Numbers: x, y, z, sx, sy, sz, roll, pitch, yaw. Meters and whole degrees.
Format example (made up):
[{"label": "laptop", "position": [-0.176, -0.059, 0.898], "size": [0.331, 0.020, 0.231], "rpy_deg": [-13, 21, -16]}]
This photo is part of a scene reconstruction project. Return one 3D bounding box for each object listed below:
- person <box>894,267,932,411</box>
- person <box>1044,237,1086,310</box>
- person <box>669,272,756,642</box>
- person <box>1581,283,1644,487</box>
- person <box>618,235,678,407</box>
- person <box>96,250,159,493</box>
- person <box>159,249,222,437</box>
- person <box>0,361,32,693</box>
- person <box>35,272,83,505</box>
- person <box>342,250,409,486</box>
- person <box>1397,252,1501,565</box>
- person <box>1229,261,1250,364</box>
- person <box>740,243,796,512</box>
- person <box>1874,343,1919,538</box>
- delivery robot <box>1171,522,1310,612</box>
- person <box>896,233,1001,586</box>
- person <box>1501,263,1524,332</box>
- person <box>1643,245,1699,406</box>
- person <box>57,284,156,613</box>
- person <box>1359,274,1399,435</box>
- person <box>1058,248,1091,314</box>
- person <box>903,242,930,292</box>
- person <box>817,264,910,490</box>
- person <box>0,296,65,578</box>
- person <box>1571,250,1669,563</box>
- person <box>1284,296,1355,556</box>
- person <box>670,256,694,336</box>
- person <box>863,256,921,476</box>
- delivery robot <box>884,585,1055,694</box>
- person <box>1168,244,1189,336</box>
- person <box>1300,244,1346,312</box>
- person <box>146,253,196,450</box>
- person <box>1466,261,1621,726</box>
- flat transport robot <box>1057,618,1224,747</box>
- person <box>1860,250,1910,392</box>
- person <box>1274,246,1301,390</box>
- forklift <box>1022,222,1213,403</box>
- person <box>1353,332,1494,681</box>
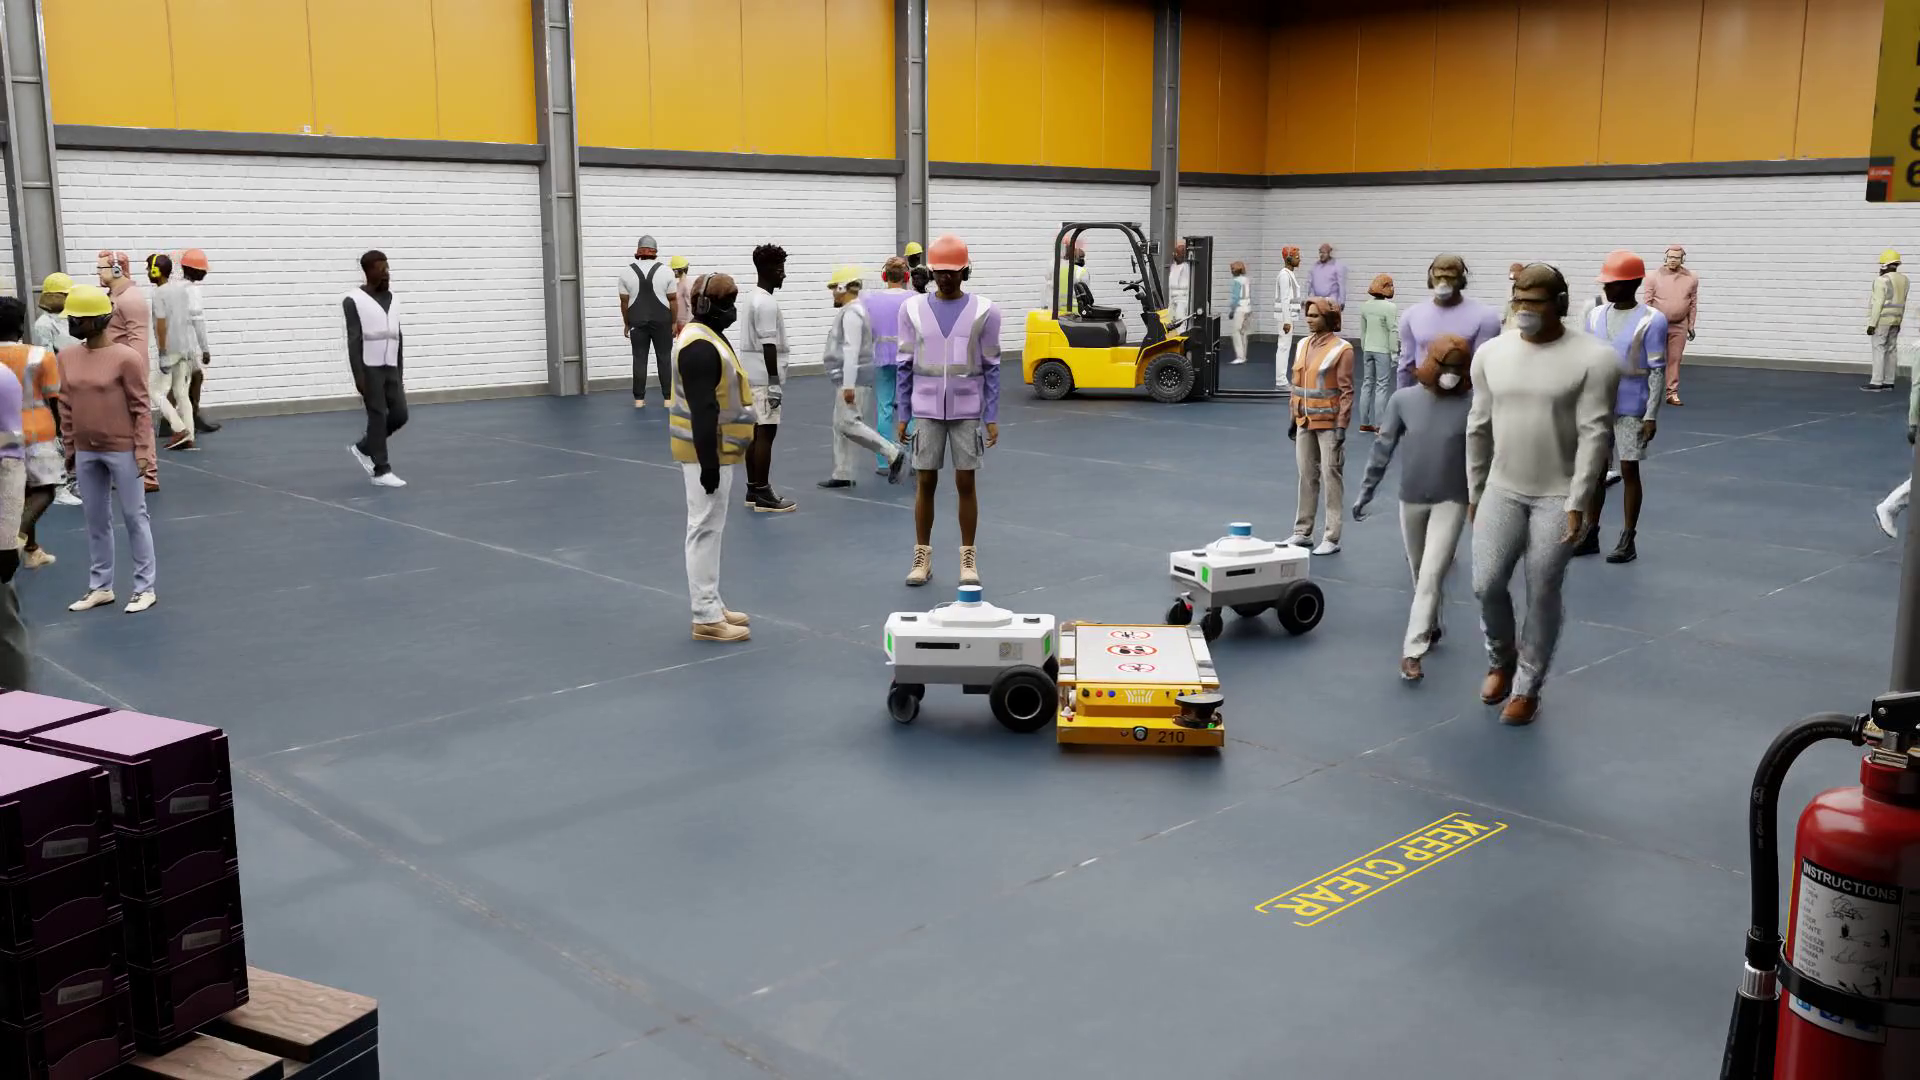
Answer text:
[{"label": "person", "position": [-0.460, -2.256, 18.898], "size": [0.547, 1.648, 0.887], "rpy_deg": [5, 11, 23]}, {"label": "person", "position": [1.577, -3.506, 24.793], "size": [0.698, 1.998, 0.414], "rpy_deg": [-2, 11, -11]}, {"label": "person", "position": [-1.240, -0.421, 8.392], "size": [0.430, 1.841, 0.624], "rpy_deg": [-1, 10, -5]}, {"label": "person", "position": [5.295, -1.325, 13.416], "size": [0.538, 1.807, 0.859], "rpy_deg": [0, 10, 0]}, {"label": "person", "position": [-3.654, -2.584, 19.636], "size": [0.678, 2.000, 0.537], "rpy_deg": [0, 10, -2]}, {"label": "person", "position": [-6.573, -1.312, 13.065], "size": [0.408, 1.906, 0.654], "rpy_deg": [-8, 13, -37]}, {"label": "person", "position": [-7.790, -1.983, 16.787], "size": [0.761, 1.880, 0.548], "rpy_deg": [-10, 14, -44]}, {"label": "person", "position": [-3.764, -0.046, 6.140], "size": [0.613, 1.908, 0.650], "rpy_deg": [2, 11, 12]}, {"label": "person", "position": [-6.751, -1.143, 12.590], "size": [0.309, 1.743, 0.494], "rpy_deg": [0, 10, 0]}, {"label": "person", "position": [-4.757, -1.387, 13.466], "size": [0.527, 1.908, 0.587], "rpy_deg": [5, 11, 24]}, {"label": "person", "position": [2.965, -0.787, 10.176], "size": [0.629, 1.923, 0.446], "rpy_deg": [5, 12, 25]}, {"label": "person", "position": [4.469, -3.609, 26.409], "size": [0.327, 1.614, 0.728], "rpy_deg": [4, 11, 22]}, {"label": "person", "position": [-1.429, -1.192, 12.249], "size": [0.363, 1.962, 0.612], "rpy_deg": [-4, 11, -19]}, {"label": "person", "position": [6.321, -0.755, 10.799], "size": [0.517, 1.628, 0.401], "rpy_deg": [-7, 12, -33]}, {"label": "delivery robot", "position": [1.431, 0.154, 8.502], "size": [0.707, 0.478, 0.477], "rpy_deg": [-5, 12, -27]}, {"label": "person", "position": [-0.070, -0.737, 9.582], "size": [0.605, 2.035, 0.383], "rpy_deg": [1, 10, 4]}, {"label": "person", "position": [8.164, -3.255, 24.443], "size": [0.388, 1.622, 0.506], "rpy_deg": [-2, 11, -9]}, {"label": "person", "position": [8.447, -2.545, 19.803], "size": [0.643, 1.905, 0.400], "rpy_deg": [1, 10, 4]}, {"label": "person", "position": [-4.584, -0.480, 8.919], "size": [0.526, 1.765, 0.329], "rpy_deg": [2, 11, 11]}, {"label": "person", "position": [4.279, -1.891, 16.967], "size": [0.284, 1.633, 0.500], "rpy_deg": [-6, 12, -28]}, {"label": "person", "position": [1.626, -3.216, 23.633], "size": [0.430, 1.841, 0.623], "rpy_deg": [-9, 14, -40]}, {"label": "person", "position": [-0.614, -3.249, 23.590], "size": [0.383, 1.920, 0.585], "rpy_deg": [1, 10, 4]}, {"label": "person", "position": [-0.780, -1.280, 13.198], "size": [0.675, 1.800, 0.600], "rpy_deg": [0, 10, -1]}, {"label": "person", "position": [-5.579, -0.600, 9.810], "size": [0.535, 1.674, 0.707], "rpy_deg": [0, 10, 0]}, {"label": "person", "position": [4.072, -0.822, 10.325], "size": [0.376, 1.933, 0.545], "rpy_deg": [-8, 13, -36]}, {"label": "person", "position": [2.289, -0.726, 10.594], "size": [0.312, 1.642, 0.512], "rpy_deg": [-6, 12, -30]}, {"label": "person", "position": [-3.556, -2.760, 21.360], "size": [0.337, 1.761, 0.526], "rpy_deg": [-5, 11, -24]}, {"label": "person", "position": [-0.531, -1.447, 13.964], "size": [0.566, 1.847, 0.390], "rpy_deg": [-1, 10, -4]}, {"label": "delivery robot", "position": [0.040, 0.434, 6.977], "size": [0.707, 0.478, 0.477], "rpy_deg": [1, 10, 4]}, {"label": "person", "position": [3.588, -3.887, 27.201], "size": [0.446, 1.871, 0.598], "rpy_deg": [-5, 11, -24]}, {"label": "person", "position": [6.091, -4.030, 28.015], "size": [0.955, 1.858, 0.656], "rpy_deg": [-9, 14, -42]}, {"label": "person", "position": [-7.422, -1.751, 15.608], "size": [0.432, 1.847, 0.522], "rpy_deg": [1, 10, 7]}, {"label": "person", "position": [2.344, -0.172, 6.829], "size": [0.627, 1.918, 0.458], "rpy_deg": [8, 13, 36]}, {"label": "flat transport robot", "position": [0.753, 0.586, 7.176], "size": [0.652, 0.197, 1.431], "rpy_deg": [1, 10, 4]}, {"label": "person", "position": [11.995, -2.837, 21.586], "size": [0.605, 1.829, 0.404], "rpy_deg": [-5, 12, -26]}, {"label": "person", "position": [4.236, -2.844, 21.483], "size": [0.350, 1.882, 0.583], "rpy_deg": [3, 11, 13]}, {"label": "forklift", "position": [1.935, -2.847, 20.651], "size": [2.313, 2.155, 1.214], "rpy_deg": [2, 11, 13]}, {"label": "person", "position": [2.177, -0.174, 7.739], "size": [0.589, 1.585, 0.864], "rpy_deg": [7, 12, 33]}]
